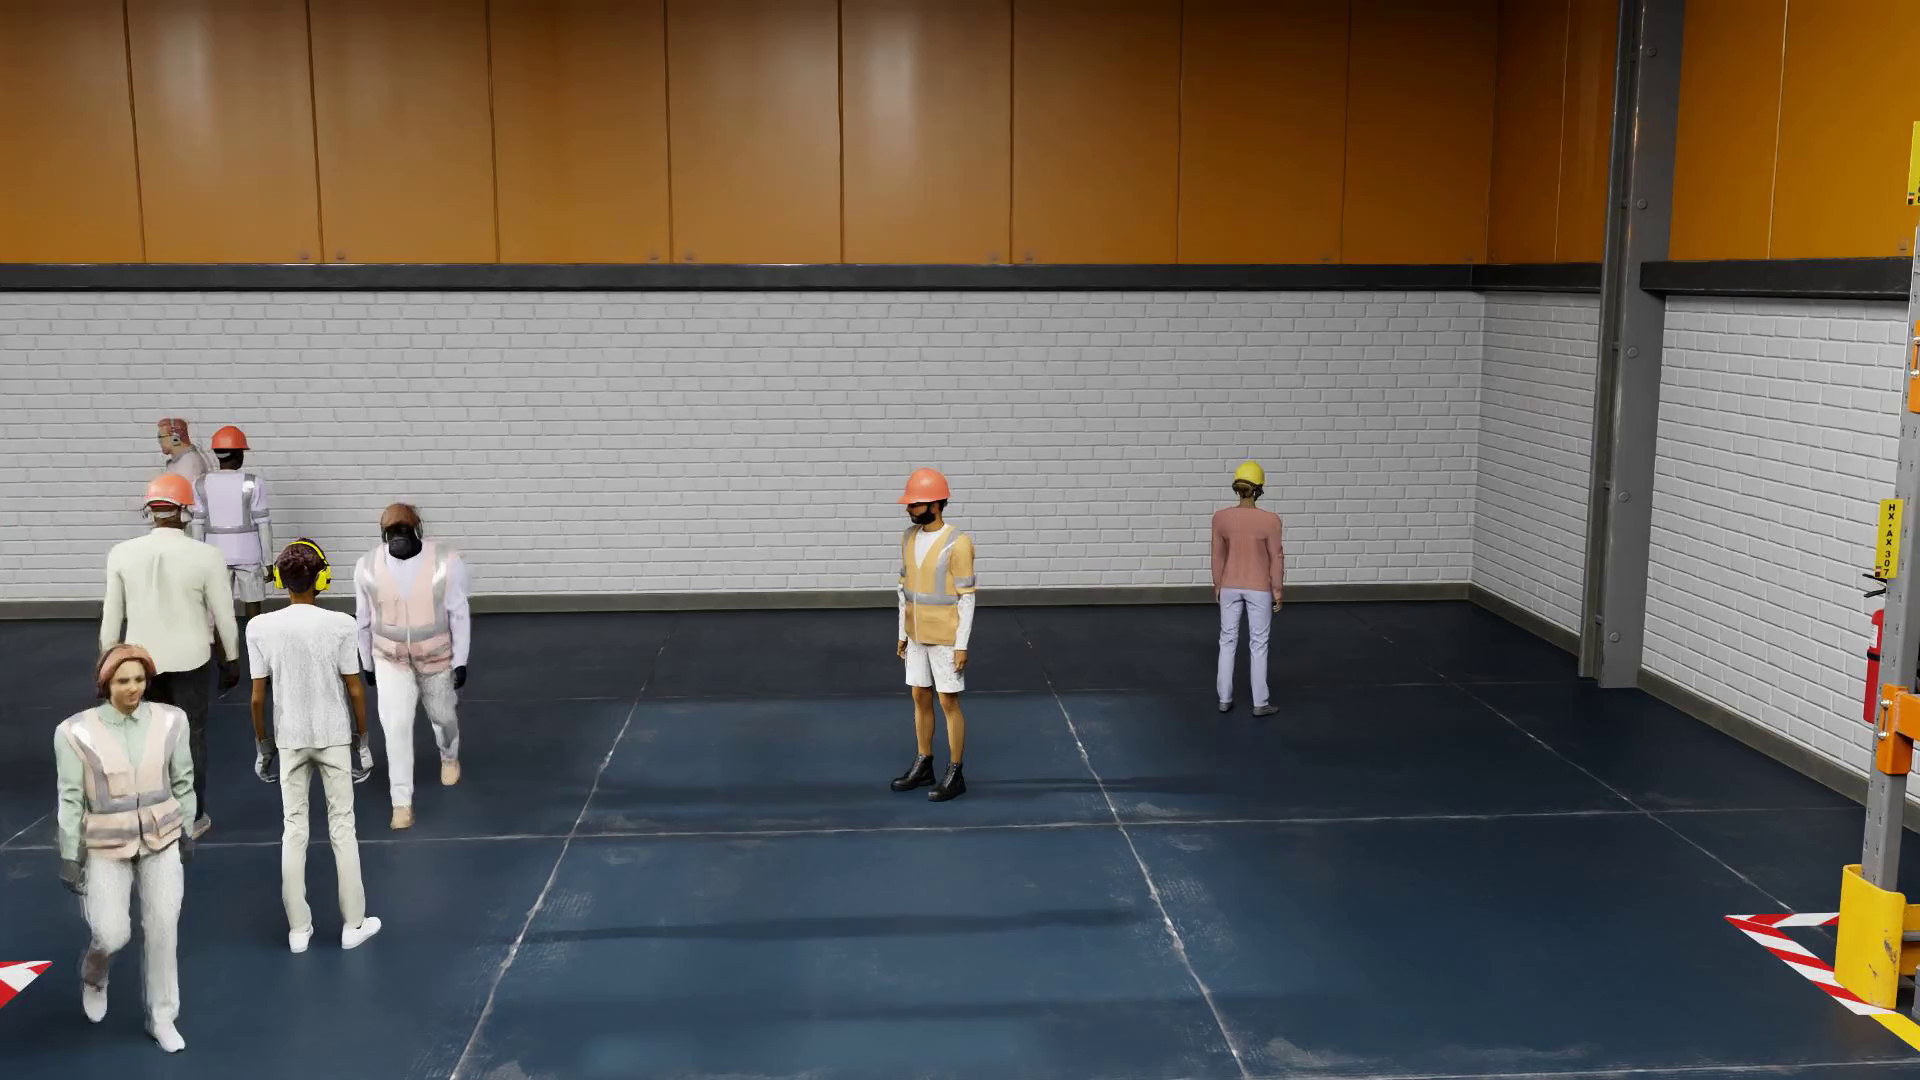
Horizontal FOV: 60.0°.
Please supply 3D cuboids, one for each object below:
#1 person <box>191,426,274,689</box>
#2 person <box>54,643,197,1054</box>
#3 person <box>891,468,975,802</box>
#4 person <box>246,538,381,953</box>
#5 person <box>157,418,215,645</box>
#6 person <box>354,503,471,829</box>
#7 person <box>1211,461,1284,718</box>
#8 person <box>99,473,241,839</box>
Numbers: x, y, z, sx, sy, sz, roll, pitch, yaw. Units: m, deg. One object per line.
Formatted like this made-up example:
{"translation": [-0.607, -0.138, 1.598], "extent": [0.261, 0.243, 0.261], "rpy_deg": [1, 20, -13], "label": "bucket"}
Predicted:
{"translation": [-5.334, 0.127, 12.249], "extent": [0.550, 1.933, 0.374], "rpy_deg": [-1, 9, -8], "label": "person"}
{"translation": [-3.265, 1.191, 6.518], "extent": [0.531, 1.622, 0.460], "rpy_deg": [-9, 13, -44], "label": "person"}
{"translation": [-0.172, 0.544, 9.627], "extent": [0.551, 1.933, 0.364], "rpy_deg": [9, 13, 43], "label": "person"}
{"translation": [-2.903, 0.920, 7.471], "extent": [0.514, 1.873, 0.324], "rpy_deg": [-1, 9, -8], "label": "person"}
{"translation": [-6.324, -0.048, 13.514], "extent": [0.566, 1.884, 0.675], "rpy_deg": [-4, 10, -26], "label": "person"}
{"translation": [-3.091, 0.644, 9.469], "extent": [0.628, 1.799, 0.947], "rpy_deg": [-2, 9, -11], "label": "person"}
{"translation": [1.977, 0.339, 11.446], "extent": [0.525, 1.770, 0.306], "rpy_deg": [5, 10, 30], "label": "person"}
{"translation": [-4.255, 0.630, 8.992], "extent": [0.693, 1.967, 0.497], "rpy_deg": [-1, 9, -7], "label": "person"}
